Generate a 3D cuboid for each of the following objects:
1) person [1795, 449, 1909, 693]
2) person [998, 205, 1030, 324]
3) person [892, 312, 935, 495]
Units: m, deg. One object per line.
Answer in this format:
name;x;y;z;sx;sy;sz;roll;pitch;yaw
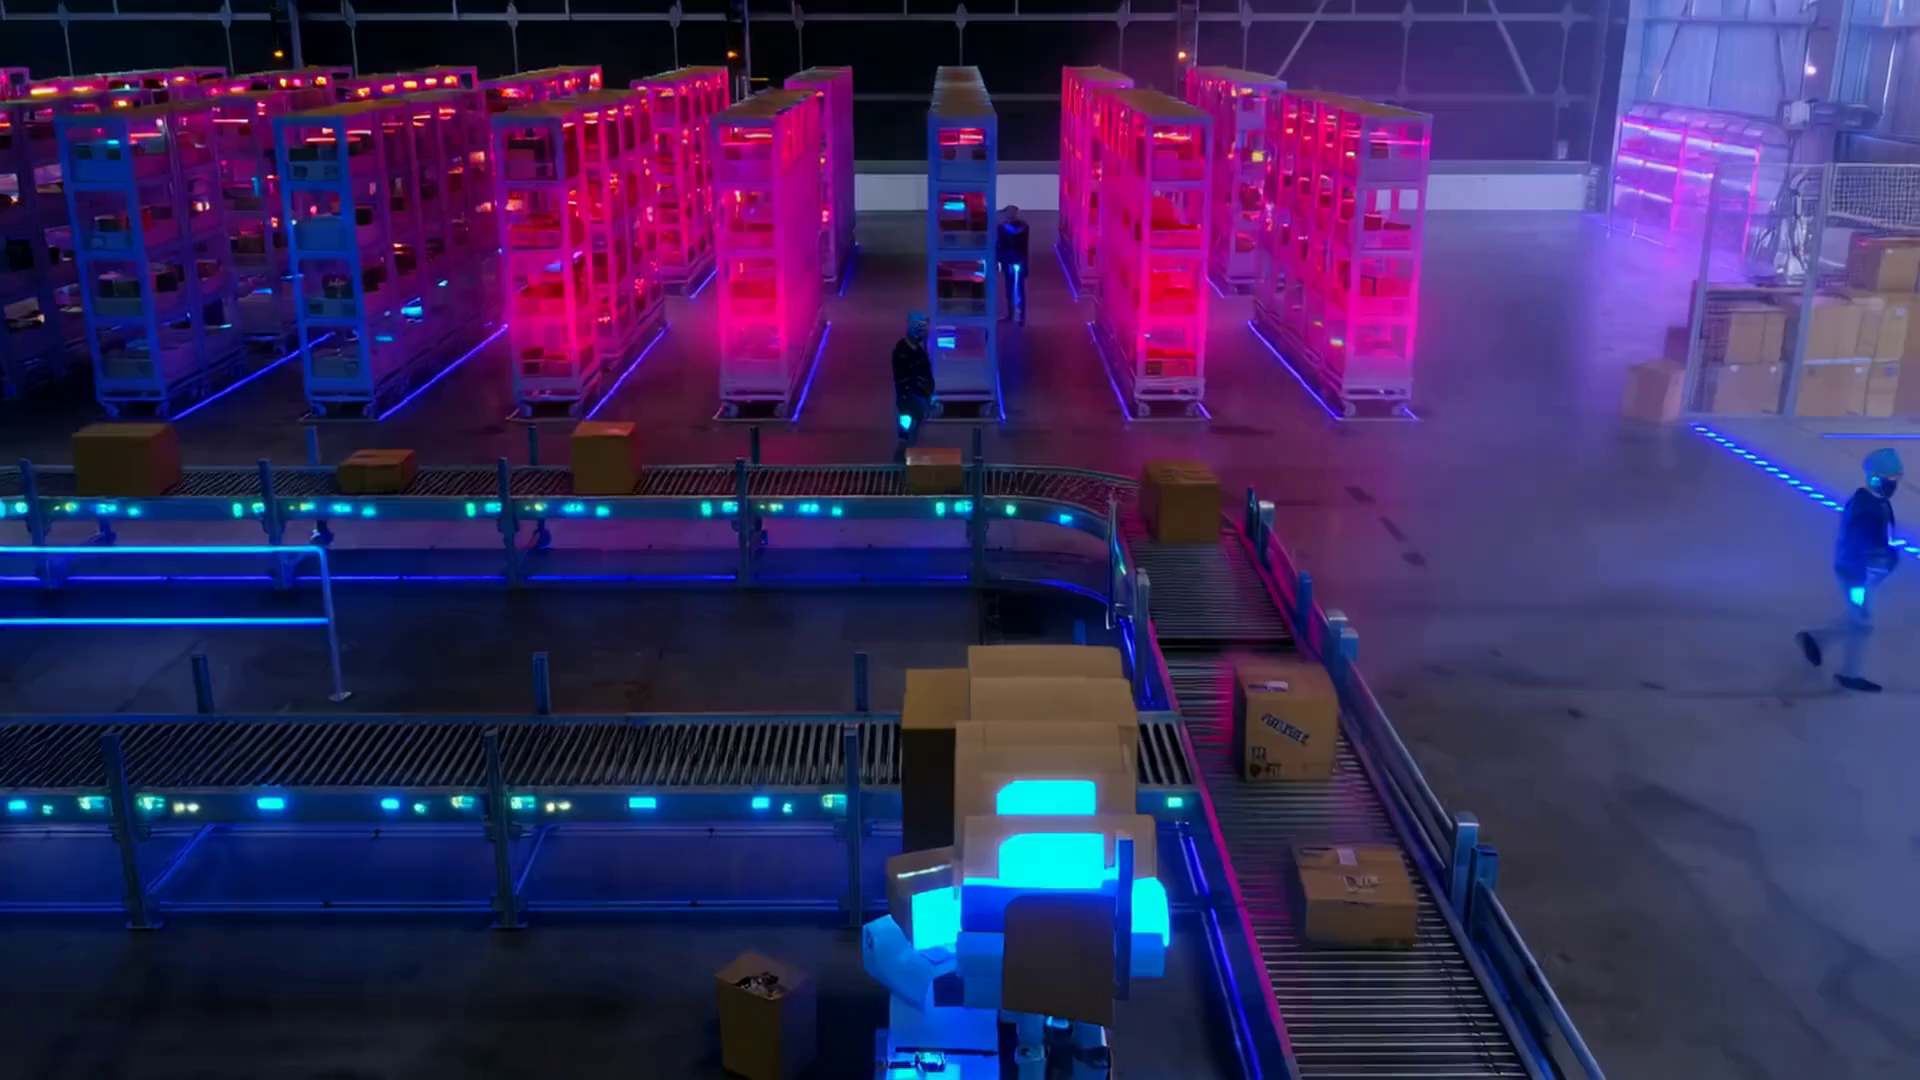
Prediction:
person;6.490;0.208;12.061;0.536;1.817;0.598;13;22;35
person;0.835;-4.301;25.932;0.568;1.831;0.412;14;22;36
person;-0.447;-1.347;16.710;0.401;1.904;0.651;5;19;14
